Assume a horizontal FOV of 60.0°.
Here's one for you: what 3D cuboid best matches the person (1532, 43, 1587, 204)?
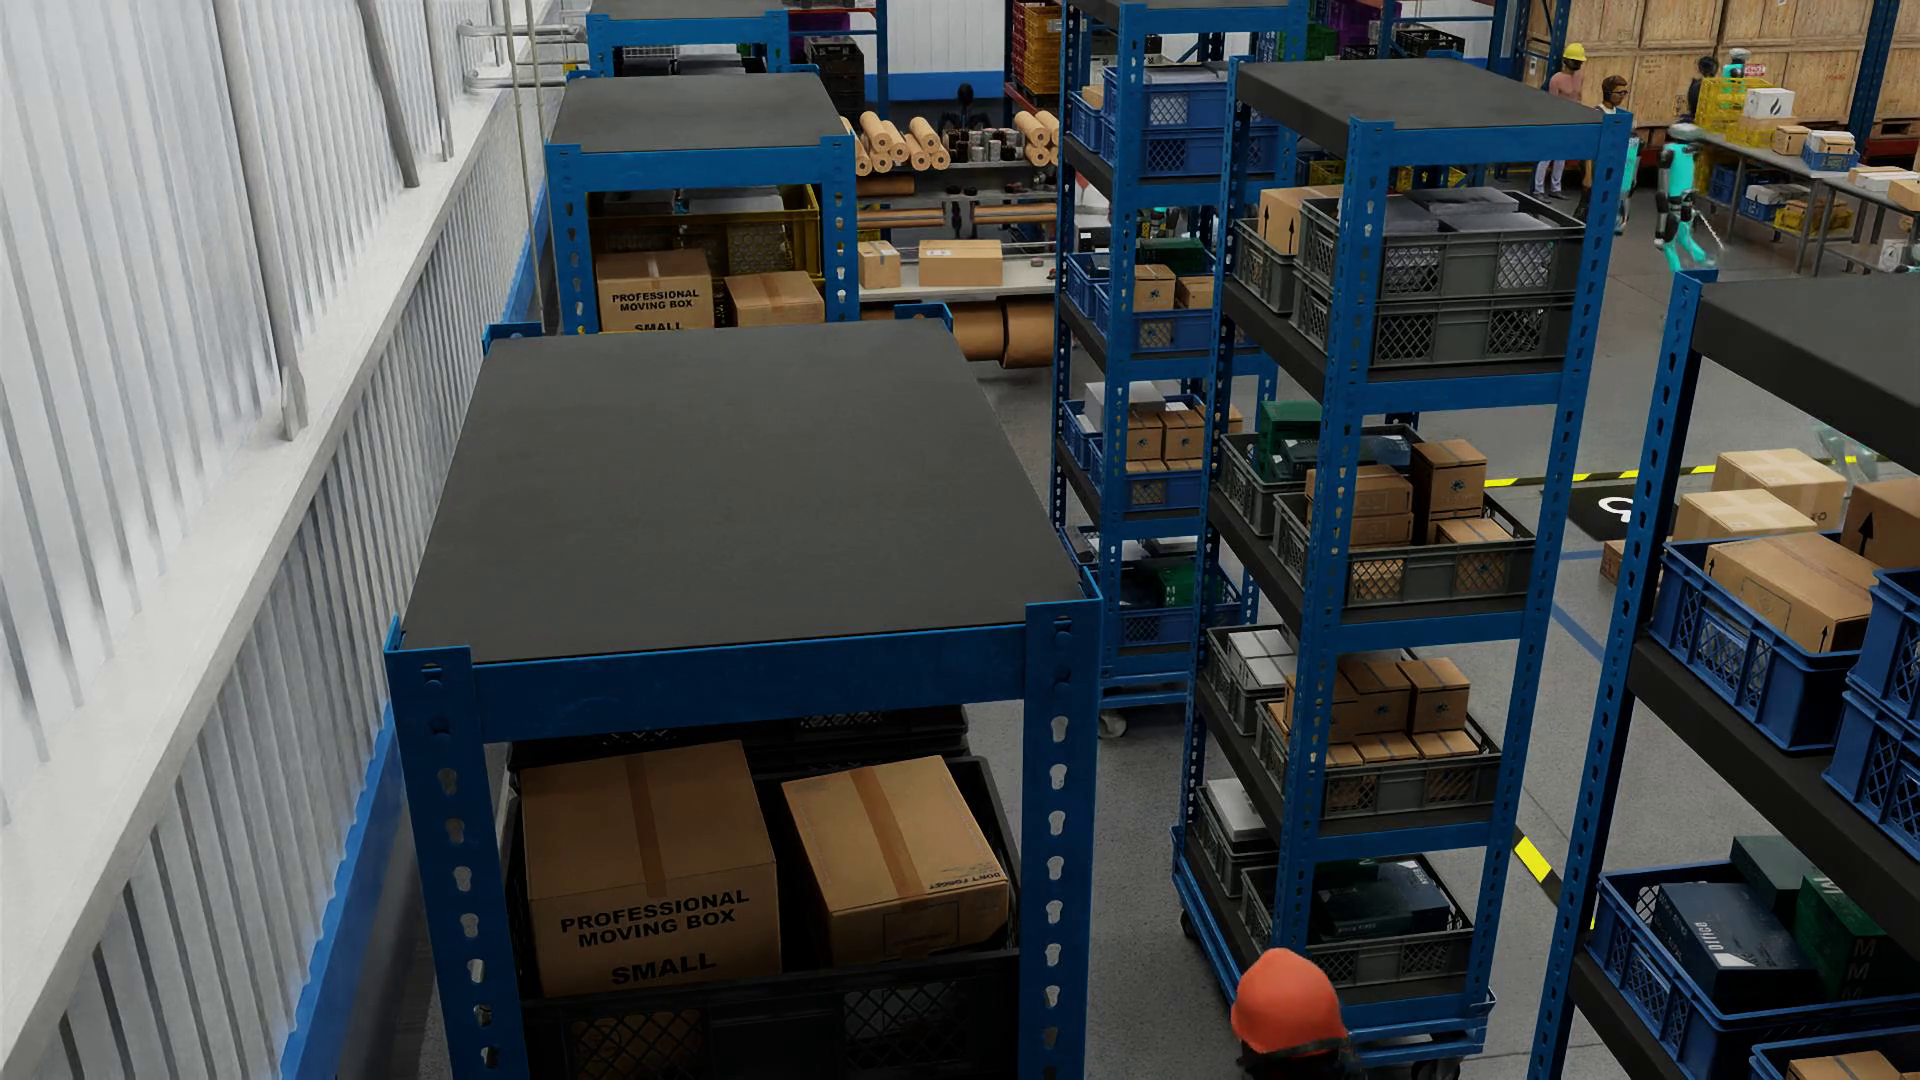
[{"bbox_3d":[6.773,-4.675,18.681,0.536,1.758,0.342,-13,28,-27],"label":"person"}]

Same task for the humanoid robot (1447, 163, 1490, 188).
[{"bbox_3d":[5.217,-3.963,17.230,0.595,1.641,0.591,-2,25,-4],"label":"humanoid robot"}]

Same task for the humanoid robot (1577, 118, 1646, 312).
[{"bbox_3d":[5.598,-2.836,14.780,0.540,1.865,0.664,-15,29,-30],"label":"humanoid robot"}]

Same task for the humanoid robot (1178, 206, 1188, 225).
[{"bbox_3d":[2.410,-3.741,16.695,0.816,1.799,0.567,7,26,16],"label":"humanoid robot"}]

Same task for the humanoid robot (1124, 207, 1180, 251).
[{"bbox_3d":[1.438,-2.447,13.699,0.533,1.677,0.735,22,32,39],"label":"humanoid robot"}]

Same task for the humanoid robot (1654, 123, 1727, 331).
[{"bbox_3d":[6.281,-2.593,14.275,0.530,1.855,0.777,-19,31,-35],"label":"humanoid robot"}]

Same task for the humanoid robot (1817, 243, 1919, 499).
[{"bbox_3d":[5.936,-1.014,10.775,0.798,1.799,0.560,-7,26,-16],"label":"humanoid robot"}]

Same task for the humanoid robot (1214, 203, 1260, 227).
[{"bbox_3d":[2.544,-3.010,15.184,0.608,1.633,0.694,-2,25,-3],"label":"humanoid robot"}]

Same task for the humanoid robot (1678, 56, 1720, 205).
[{"bbox_3d":[8.124,-4.502,18.405,0.319,1.652,0.589,4,25,9],"label":"humanoid robot"}]

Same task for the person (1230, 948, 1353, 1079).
[{"bbox_3d":[0.771,1.856,4.209,0.622,1.984,1.047,-5,25,-11],"label":"person"}]

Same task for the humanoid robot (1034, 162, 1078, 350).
[{"bbox_3d":[0.849,-2.380,13.785,0.612,1.652,0.306,-15,29,-30],"label":"humanoid robot"}]

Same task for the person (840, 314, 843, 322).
[{"bbox_3d":[-1.152,-2.341,13.560,0.933,1.788,0.623,-6,25,-13],"label":"person"}]

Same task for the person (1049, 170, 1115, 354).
[{"bbox_3d":[1.021,-2.463,13.697,0.589,1.909,0.412,5,25,11],"label":"person"}]

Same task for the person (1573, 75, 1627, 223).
[{"bbox_3d":[6.247,-3.622,16.304,0.336,1.838,0.506,21,32,38],"label":"person"}]

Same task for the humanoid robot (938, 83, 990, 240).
[{"bbox_3d":[0.015,-3.787,16.856,0.603,1.643,0.517,1,25,2],"label":"humanoid robot"}]

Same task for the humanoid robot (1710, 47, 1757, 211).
[{"bbox_3d":[8.612,-4.478,18.283,0.664,1.807,0.534,5,25,12],"label":"humanoid robot"}]

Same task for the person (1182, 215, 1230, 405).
[{"bbox_3d":[1.644,-1.259,11.141,0.399,1.851,0.592,-2,25,-5],"label":"person"}]
